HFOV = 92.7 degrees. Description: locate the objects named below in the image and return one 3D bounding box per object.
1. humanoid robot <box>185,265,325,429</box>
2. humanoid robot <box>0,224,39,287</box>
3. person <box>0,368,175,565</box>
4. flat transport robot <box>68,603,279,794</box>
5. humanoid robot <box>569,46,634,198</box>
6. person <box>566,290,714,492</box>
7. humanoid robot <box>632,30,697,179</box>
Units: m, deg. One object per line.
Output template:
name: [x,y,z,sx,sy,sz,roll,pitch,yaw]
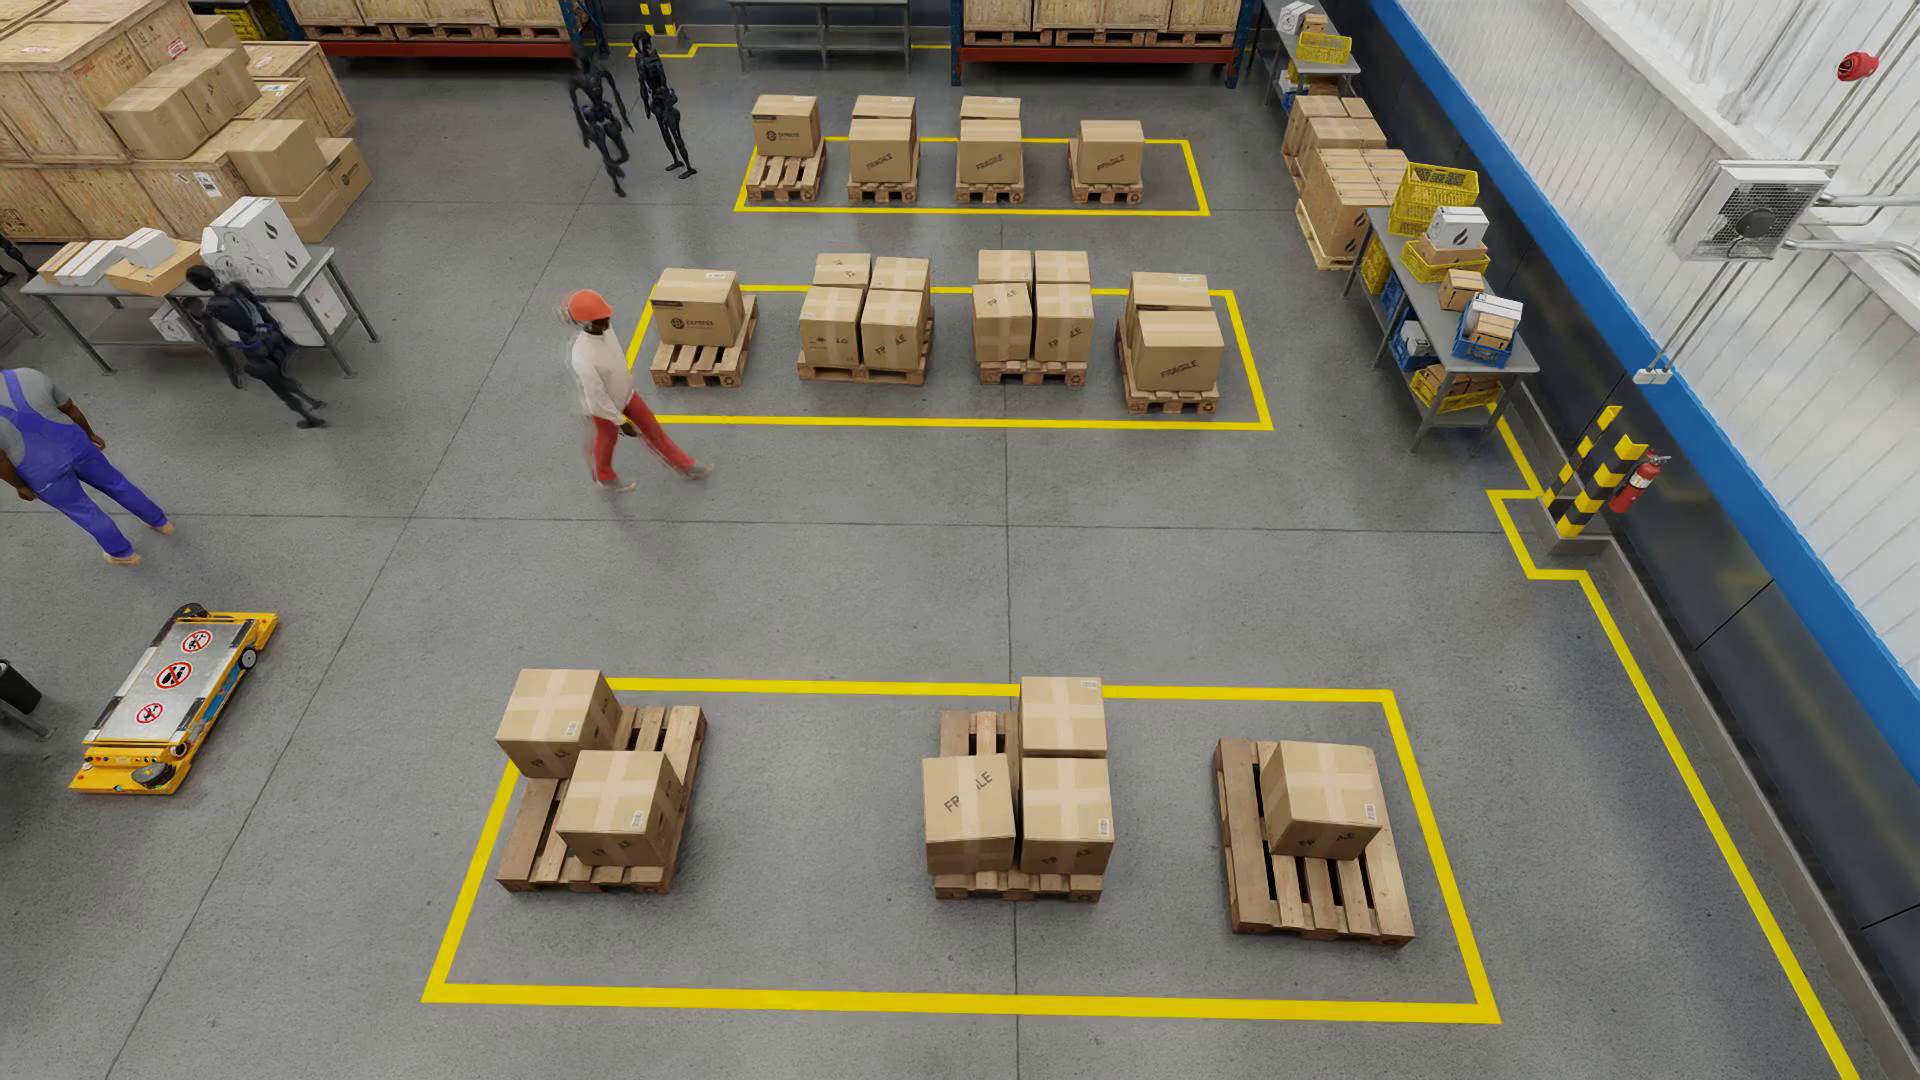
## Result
humanoid robot: [-6.009,-1.615,7.813,0.405,1.649,0.606,2,50,1]
humanoid robot: [-10.135,-3.332,9.254,0.586,1.657,0.331,-10,51,-9]
person: [-6.723,-0.626,6.737,0.539,2.000,0.689,13,51,11]
flat transport robot: [-5.504,1.072,6.442,0.652,0.197,1.431,1,50,1]
humanoid robot: [-4.123,-4.818,10.519,0.610,1.640,0.463,-35,58,-26]
person: [-2.641,-1.096,7.191,1.027,1.943,0.605,5,50,5]
humanoid robot: [-3.502,-5.097,10.755,0.578,1.649,0.341,35,58,26]
